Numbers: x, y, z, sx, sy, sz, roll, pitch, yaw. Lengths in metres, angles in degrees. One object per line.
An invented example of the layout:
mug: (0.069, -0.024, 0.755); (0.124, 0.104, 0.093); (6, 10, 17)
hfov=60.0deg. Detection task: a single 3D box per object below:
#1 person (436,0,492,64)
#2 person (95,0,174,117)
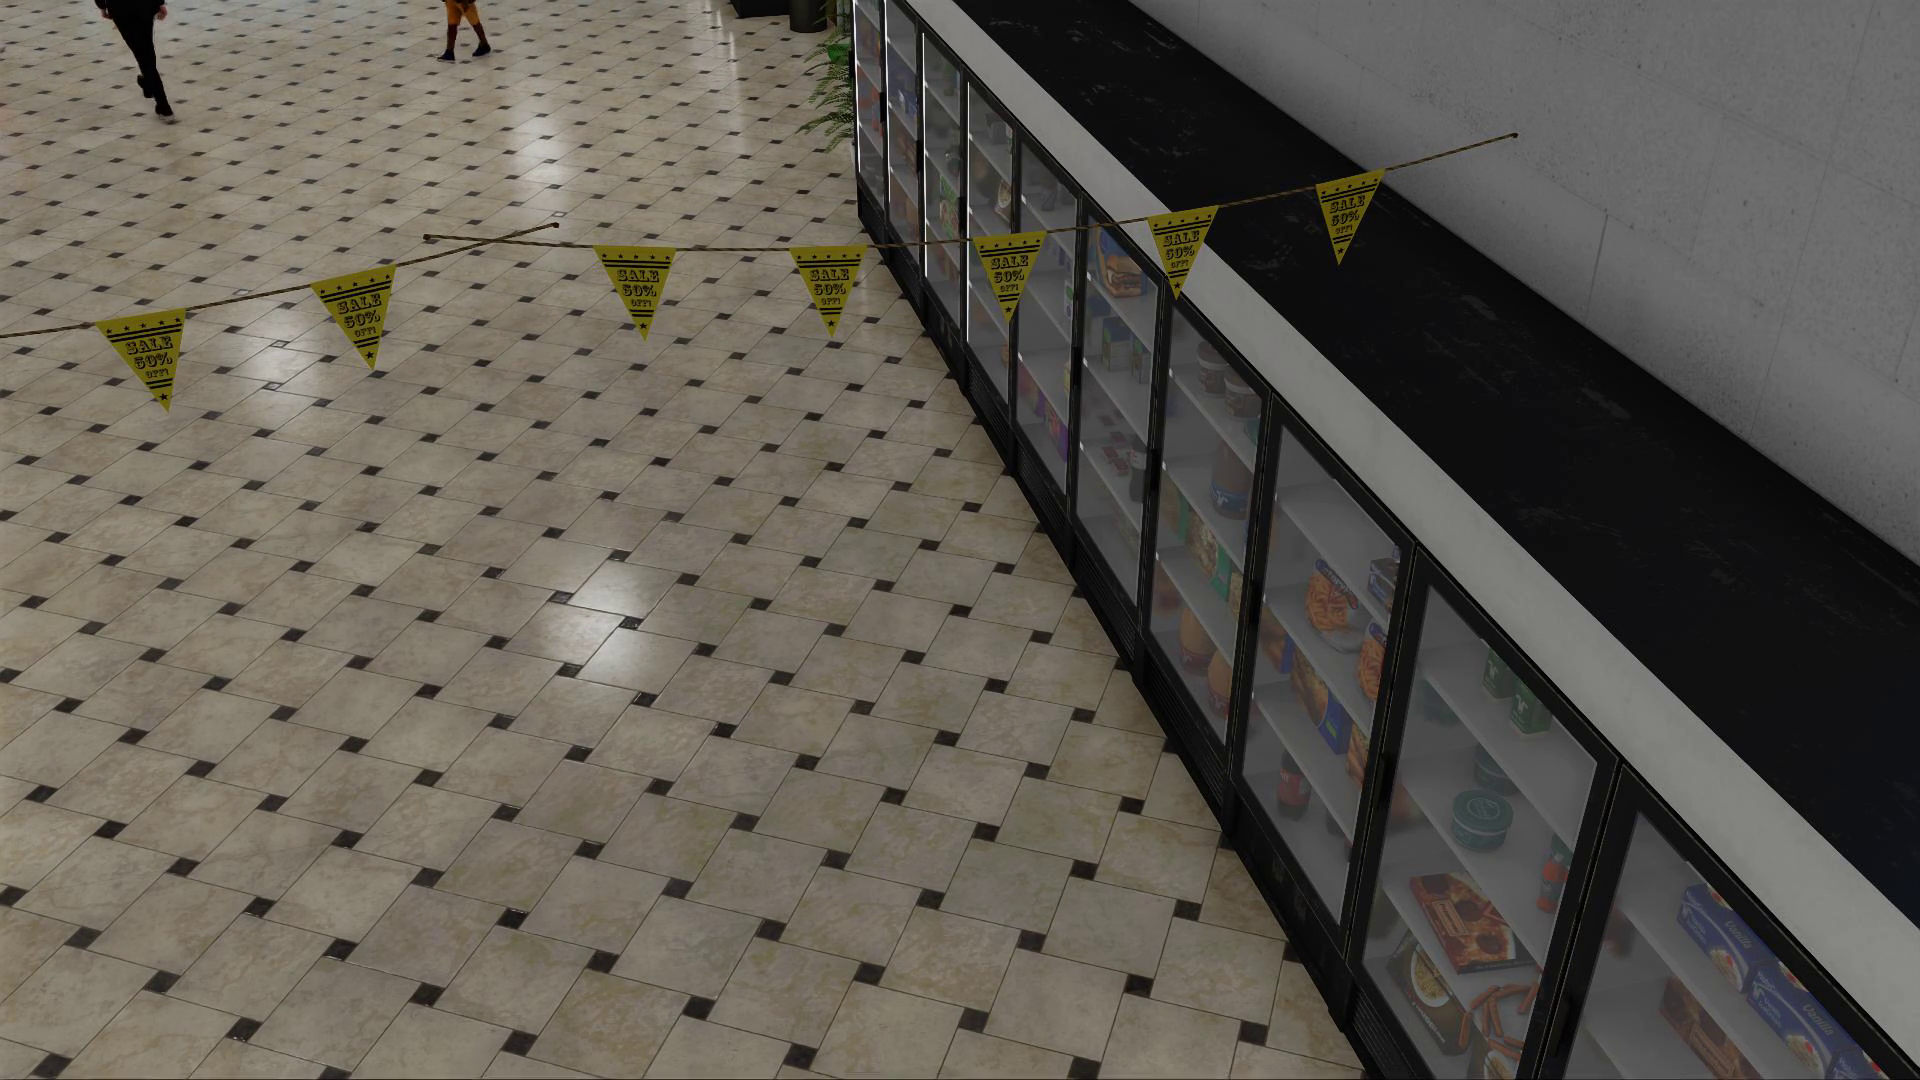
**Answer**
person: (-4.708, -5.181, 15.802); (0.851, 1.240, 0.922); (18, 36, 27)
person: (-7.061, -4.536, 14.211); (1.199, 1.826, 1.062); (-23, 39, -33)
